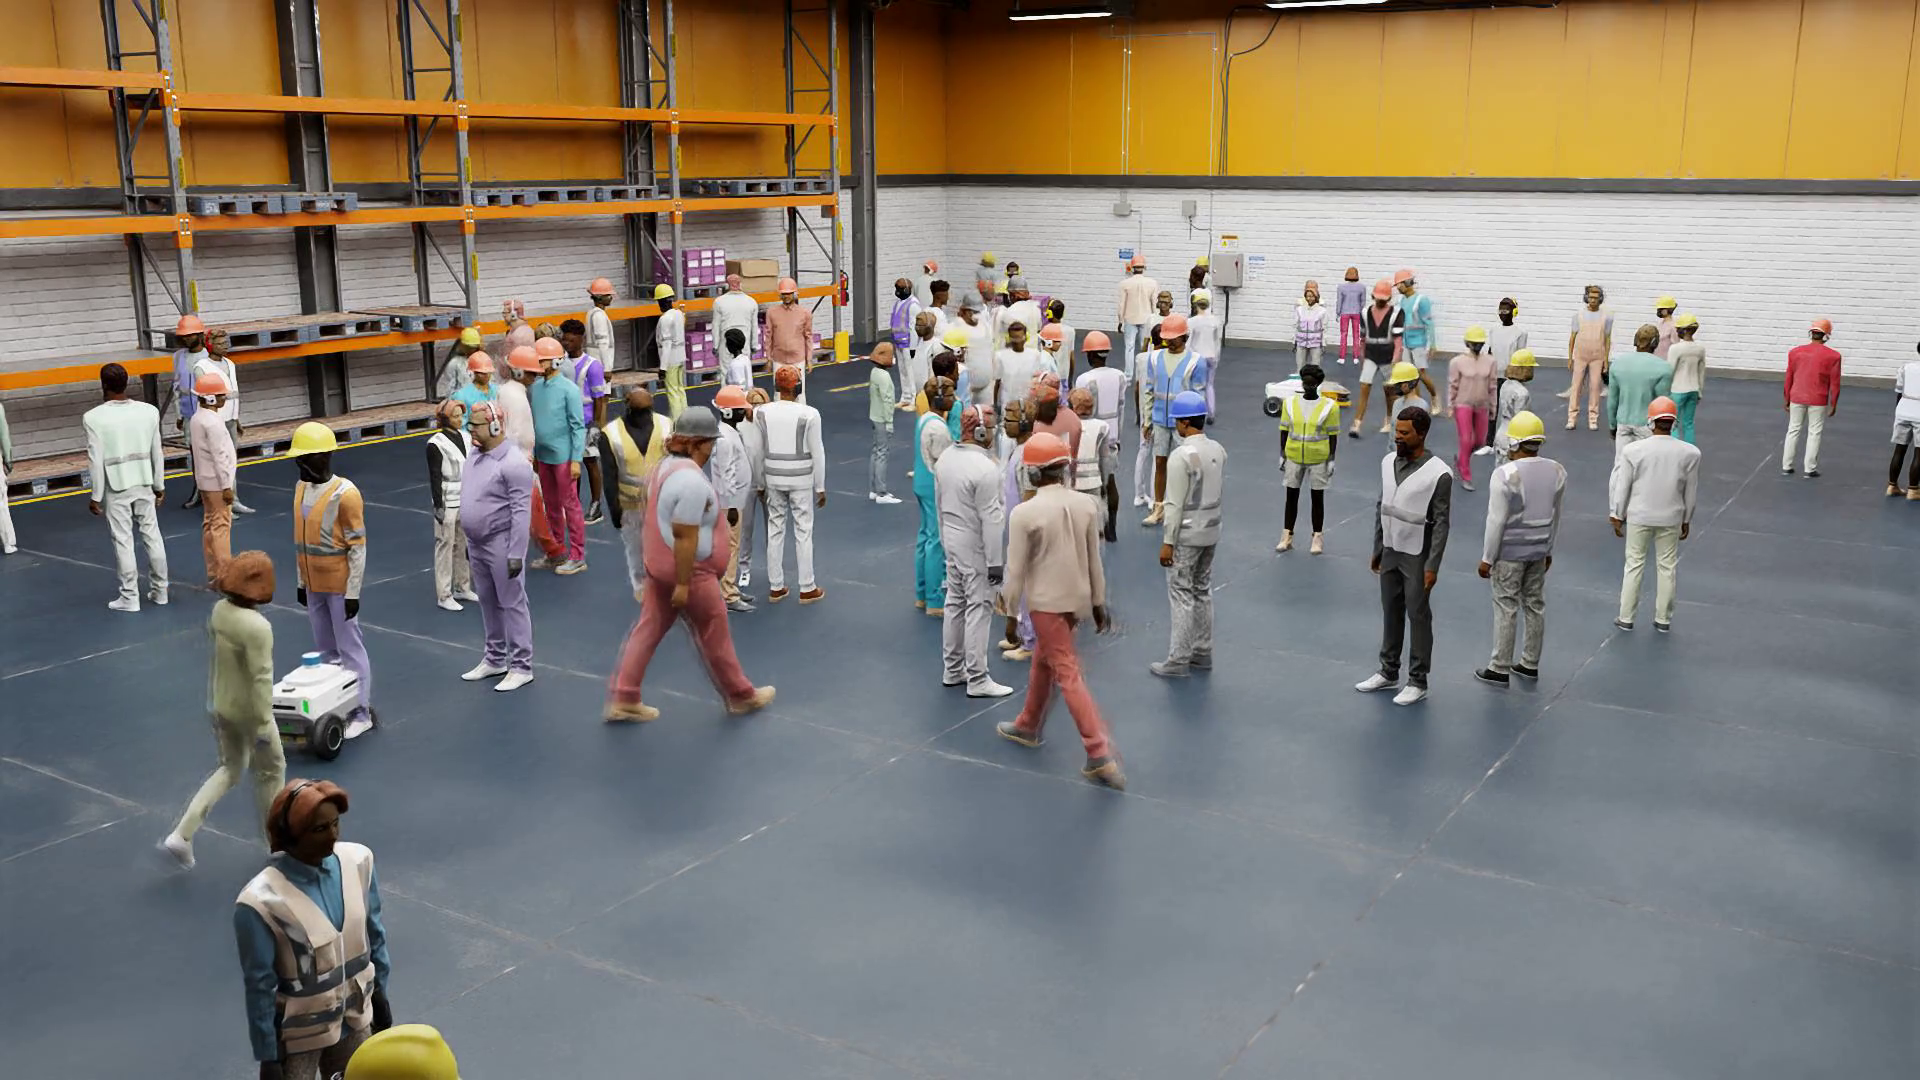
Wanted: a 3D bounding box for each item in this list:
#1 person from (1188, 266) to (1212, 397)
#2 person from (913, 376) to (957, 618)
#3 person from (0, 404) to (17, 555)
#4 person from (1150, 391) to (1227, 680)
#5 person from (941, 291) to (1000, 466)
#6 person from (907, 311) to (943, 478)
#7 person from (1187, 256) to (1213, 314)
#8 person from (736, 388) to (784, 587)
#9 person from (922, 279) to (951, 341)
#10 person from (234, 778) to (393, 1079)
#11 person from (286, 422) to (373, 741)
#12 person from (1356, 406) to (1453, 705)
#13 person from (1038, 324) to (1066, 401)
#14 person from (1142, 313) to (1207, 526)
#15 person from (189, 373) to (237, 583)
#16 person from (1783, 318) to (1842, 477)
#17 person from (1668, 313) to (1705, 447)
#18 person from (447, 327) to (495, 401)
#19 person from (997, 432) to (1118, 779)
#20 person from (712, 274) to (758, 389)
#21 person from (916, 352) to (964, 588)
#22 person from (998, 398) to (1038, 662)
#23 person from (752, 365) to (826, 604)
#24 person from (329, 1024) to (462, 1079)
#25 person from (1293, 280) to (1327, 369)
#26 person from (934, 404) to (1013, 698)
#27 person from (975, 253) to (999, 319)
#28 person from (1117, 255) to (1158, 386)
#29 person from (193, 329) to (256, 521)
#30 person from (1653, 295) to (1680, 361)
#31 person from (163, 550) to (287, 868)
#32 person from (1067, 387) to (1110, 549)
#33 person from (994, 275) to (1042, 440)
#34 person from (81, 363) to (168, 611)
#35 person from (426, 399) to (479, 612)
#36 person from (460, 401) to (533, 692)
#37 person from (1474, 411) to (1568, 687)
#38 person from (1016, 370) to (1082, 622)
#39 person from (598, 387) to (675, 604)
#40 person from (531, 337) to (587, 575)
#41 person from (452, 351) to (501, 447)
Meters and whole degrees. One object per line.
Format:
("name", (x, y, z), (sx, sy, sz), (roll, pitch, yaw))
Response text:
("person", (3.450, -2.981, 24.005), (0.399, 1.920, 0.589), (6, 14, 24))
("person", (-0.182, -0.333, 12.678), (0.346, 1.845, 0.505), (-4, 14, -16))
("person", (-8.558, -0.651, 14.511), (0.522, 1.638, 0.309), (-10, 16, -36))
("person", (1.548, -0.035, 11.200), (0.419, 1.933, 0.618), (10, 16, 36))
("person", (0.156, -1.802, 18.620), (0.720, 2.000, 0.817), (-10, 16, -38))
("person", (-0.354, -1.544, 17.936), (0.340, 1.844, 0.512), (-7, 15, -27))
("person", (4.248, -4.134, 29.389), (0.492, 1.742, 0.323), (9, 16, 34))
("person", (-1.638, -0.433, 13.578), (0.499, 1.633, 0.286), (-3, 13, -14))
("person", (-0.297, -2.315, 21.044), (0.373, 1.958, 0.599), (-4, 14, -18))
("person", (-1.982, 1.511, 5.158), (0.315, 1.632, 0.514), (7, 15, 27))
("person", (-3.794, 0.245, 9.991), (0.586, 1.928, 0.364), (9, 16, 33))
("person", (2.882, 0.092, 10.682), (0.393, 1.917, 0.591), (-7, 15, -29))
("person", (0.942, -1.410, 17.570), (0.348, 1.743, 0.565), (1, 13, 3))
("person", (1.997, -1.113, 15.643), (0.607, 2.038, 0.387), (7, 15, 29))
("person", (-6.033, -0.485, 13.537), (0.330, 1.753, 0.561), (-10, 16, -37))
("person", (9.326, -1.555, 18.214), (0.571, 1.739, 0.355), (12, 18, 43))
("person", (8.076, -1.652, 18.611), (0.527, 1.757, 0.356), (-6, 14, -25))
("person", (-5.197, -1.417, 17.643), (0.495, 1.721, 0.628), (-9, 15, -33))
("person", (0.576, 0.361, 9.480), (0.628, 1.941, 1.069), (-11, 17, -39))
("person", (-3.082, -2.680, 22.763), (0.658, 1.893, 0.400), (-6, 14, -25))
("person", (-0.146, -0.570, 13.543), (0.391, 1.920, 0.587), (-9, 16, -34))
("person", (0.447, -0.071, 11.571), (0.341, 1.840, 0.504), (-1, 13, -5))
("person", (-1.327, -0.433, 13.026), (0.585, 1.882, 0.344), (4, 13, 16))
("person", (-1.139, 1.832, 3.483), (0.339, 1.761, 0.524), (-2, 13, -7))
("person", (5.286, -3.103, 25.144), (0.514, 1.642, 0.310), (1, 13, 3))
("person", (0.105, 0.067, 10.811), (0.403, 1.906, 0.651), (-8, 15, -30))
("person", (0.475, -4.542, 31.281), (0.358, 1.702, 0.615), (-12, 18, -43))
("person", (2.711, -3.355, 25.462), (0.623, 1.991, 0.390), (-2, 13, -7))
("person", (-7.158, -1.121, 16.096), (0.390, 1.846, 0.564), (1, 13, 4))
("person", (8.871, -2.206, 21.007), (0.343, 1.760, 0.528), (-2, 13, -8))
("person", (-3.541, 0.846, 8.080), (0.541, 1.605, 0.641), (11, 17, 39))
("person", (0.974, -0.430, 13.570), (0.520, 1.632, 0.313), (-3, 13, -14))
("person", (0.680, -2.260, 20.607), (0.537, 2.000, 0.689), (8, 15, 32))
("person", (-6.419, -0.406, 12.835), (0.377, 1.917, 0.599), (8, 15, 32))
("person", (-3.922, -0.280, 12.901), (0.311, 1.638, 0.523), (4, 14, 16))
("person", (-3.070, 0.036, 10.943), (0.643, 1.909, 0.410), (11, 17, 40))
("person", (3.684, 0.062, 10.993), (0.586, 1.833, 0.403), (-6, 14, -23))
("person", (0.619, -0.323, 12.491), (0.409, 1.912, 0.650), (11, 17, 40))
("person", (-2.386, -0.298, 12.703), (0.693, 1.764, 0.999), (-4, 14, -16))
("person", (-3.400, -0.707, 13.973), (0.624, 1.992, 0.386), (11, 17, 39))
("person", (-4.297, -0.835, 15.057), (0.334, 1.749, 0.576), (8, 15, 31))
